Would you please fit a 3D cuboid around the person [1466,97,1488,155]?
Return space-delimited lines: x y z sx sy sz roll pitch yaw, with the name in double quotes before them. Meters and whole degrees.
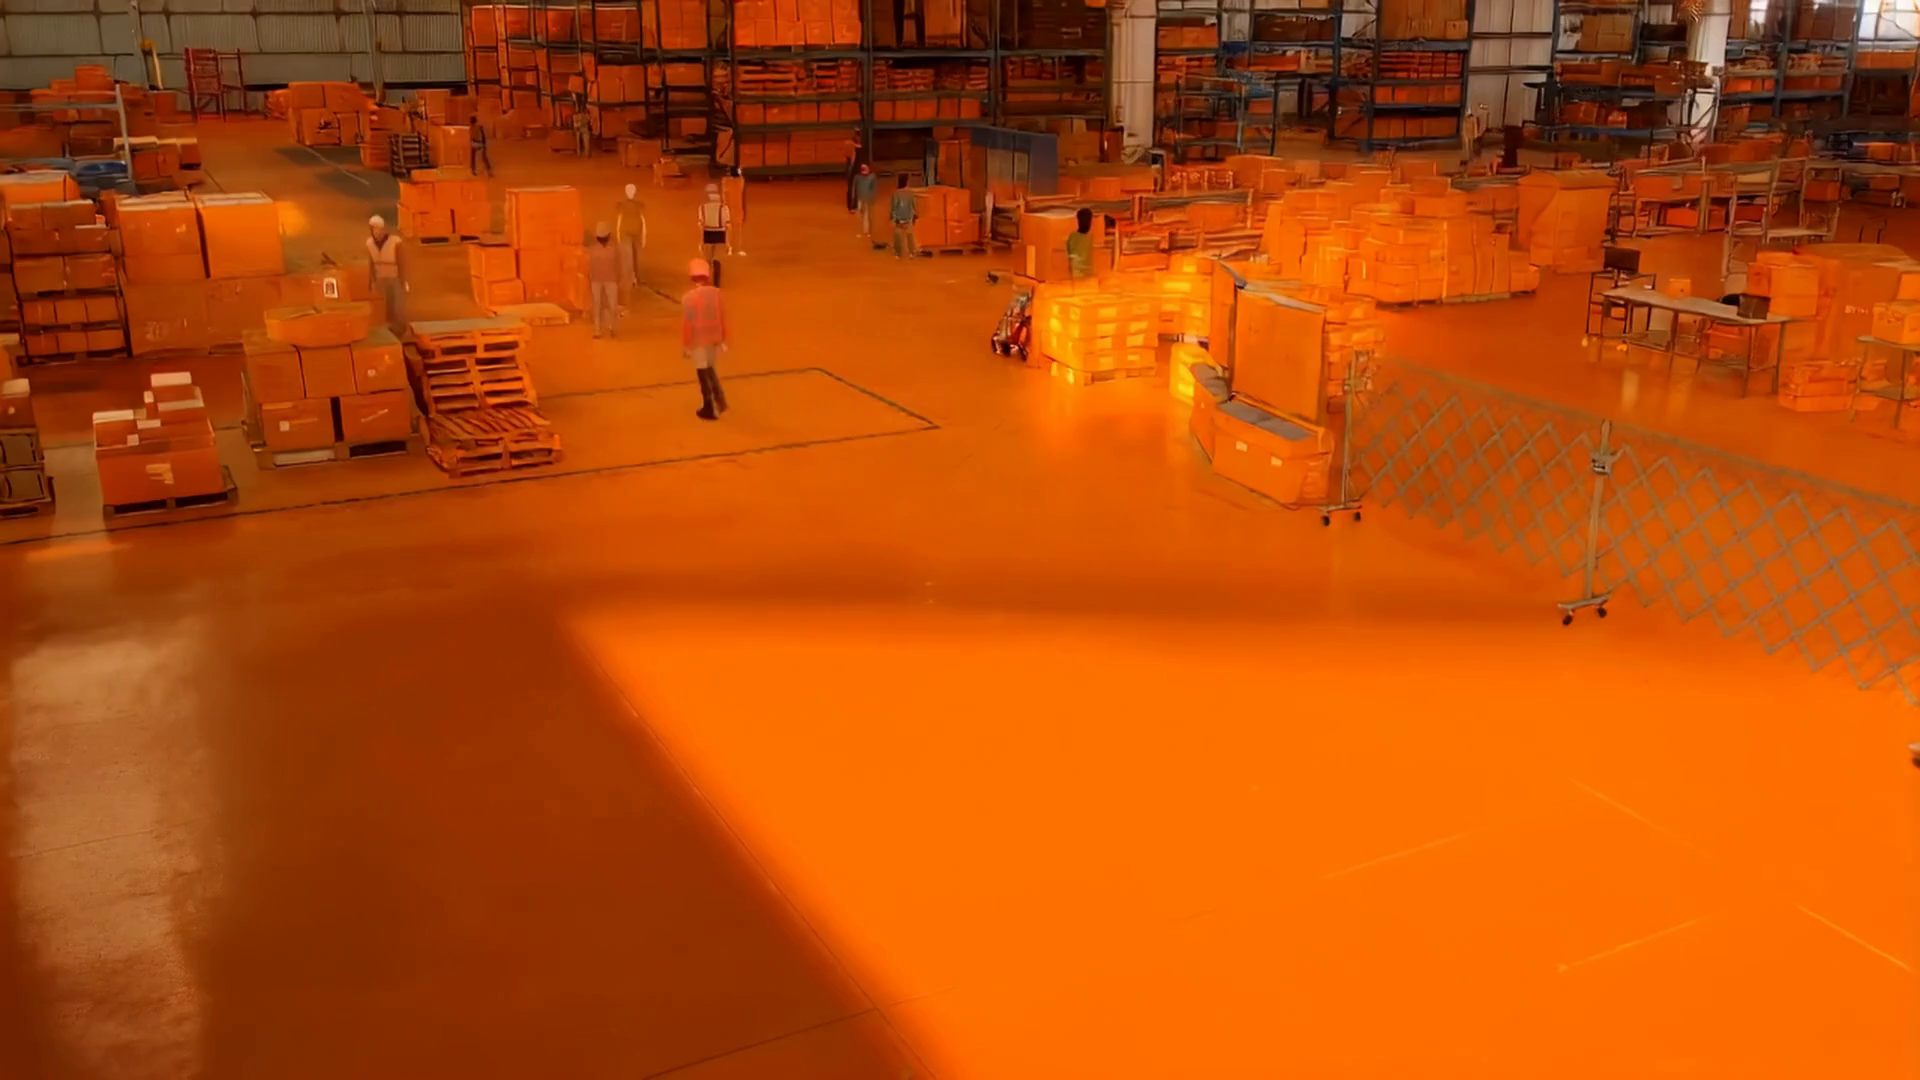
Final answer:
"person" 17.109 -13.683 55.071 0.948 1.891 0.548 -9 20 -25

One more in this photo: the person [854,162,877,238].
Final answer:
"person" -2.029 -7.218 35.386 0.526 1.593 0.802 2 18 7

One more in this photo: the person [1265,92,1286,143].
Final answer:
"person" 11.452 -15.295 60.170 0.982 1.869 0.646 -10 21 -29

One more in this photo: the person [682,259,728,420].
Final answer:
"person" -3.050 -2.383 19.802 0.582 1.921 0.404 -15 23 -39

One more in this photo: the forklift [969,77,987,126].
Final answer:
"forklift" 0.090 -13.467 52.820 1.873 2.768 1.129 -9 20 -26

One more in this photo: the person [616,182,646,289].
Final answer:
"person" -5.760 -5.342 29.177 0.519 1.841 0.838 -8 19 -22

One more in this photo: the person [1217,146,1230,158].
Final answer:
"person" 7.148 -10.494 45.369 0.583 1.745 0.534 -9 20 -25

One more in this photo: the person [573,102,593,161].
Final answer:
"person" -12.050 -13.042 53.169 0.621 1.845 0.430 0 18 0

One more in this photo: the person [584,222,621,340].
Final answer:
"person" -5.271 -3.825 24.586 0.543 1.745 0.434 -3 18 -8

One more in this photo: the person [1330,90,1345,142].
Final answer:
"person" 13.648 -15.295 60.129 0.495 1.883 0.638 -3 18 -10

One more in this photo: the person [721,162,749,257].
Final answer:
"person" -4.431 -6.523 32.847 0.523 1.848 0.492 -6 19 -19

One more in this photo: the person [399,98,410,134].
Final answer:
"person" -20.022 -15.116 59.977 0.314 1.629 0.509 -7 19 -21

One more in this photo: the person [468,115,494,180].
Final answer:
"person" -13.680 -11.136 47.259 0.591 1.832 1.021 7 19 22

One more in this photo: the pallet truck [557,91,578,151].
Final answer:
"pallet truck" -13.495 -14.412 57.188 0.823 1.965 1.885 -3 18 -9

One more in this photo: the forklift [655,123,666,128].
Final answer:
"forklift" -11.703 -18.290 67.855 1.873 2.768 1.129 -1 18 -2

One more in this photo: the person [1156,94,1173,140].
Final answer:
"person" 7.559 -15.639 61.531 0.555 1.682 0.536 13 22 35

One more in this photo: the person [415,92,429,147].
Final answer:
"person" -18.885 -14.748 58.379 0.588 1.911 0.398 15 23 38

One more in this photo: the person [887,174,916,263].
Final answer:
"person" -1.092 -6.177 32.019 0.544 1.686 0.321 -10 20 -28

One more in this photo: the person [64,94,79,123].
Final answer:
"person" -33.220 -15.837 62.238 0.520 1.627 0.378 0 18 -1

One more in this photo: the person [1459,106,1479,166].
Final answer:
"person" 15.800 -12.548 51.676 0.430 1.816 0.601 -13 22 -36

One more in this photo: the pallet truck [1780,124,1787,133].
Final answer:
"pallet truck" 25.206 -12.542 52.601 1.601 1.201 0.680 0 18 -2

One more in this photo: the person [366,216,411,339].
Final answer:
"person" -8.391 -3.807 24.356 0.608 1.860 1.045 7 19 20

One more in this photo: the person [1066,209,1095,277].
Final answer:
"person" 1.788 -3.871 24.376 0.362 1.963 0.614 13 22 34

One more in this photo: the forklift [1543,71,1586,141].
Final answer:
"forklift" 18.685 -13.231 52.085 1.873 2.768 1.129 -9 20 -26

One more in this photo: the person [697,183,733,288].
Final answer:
"person" -4.161 -5.111 28.341 0.560 1.903 0.850 1 18 2

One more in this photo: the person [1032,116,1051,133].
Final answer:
"person" 2.153 -10.212 44.099 0.625 1.991 0.389 -6 19 -19

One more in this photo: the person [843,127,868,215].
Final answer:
"person" -2.449 -8.766 39.516 0.538 2.000 0.684 8 19 23

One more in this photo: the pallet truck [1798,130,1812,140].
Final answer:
"pallet truck" 25.526 -11.556 49.408 1.630 1.274 0.653 -9 20 -26
